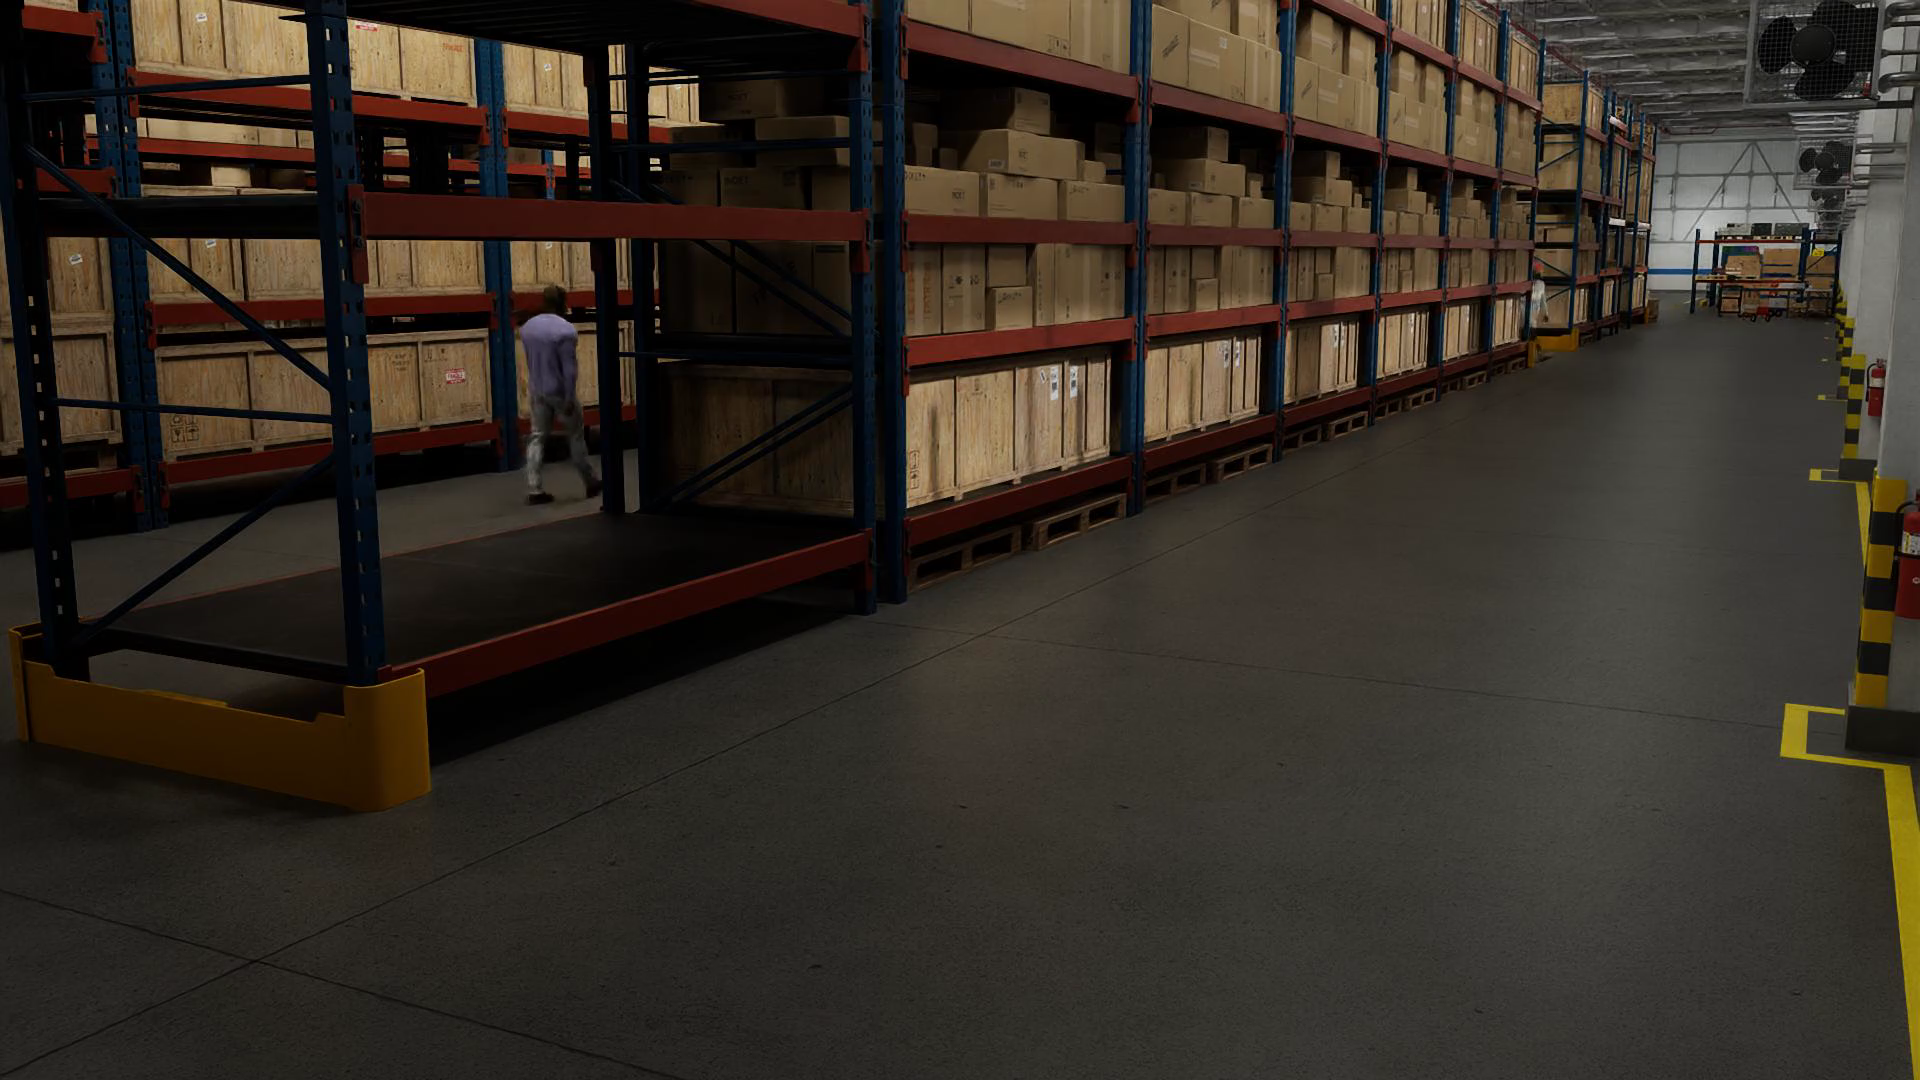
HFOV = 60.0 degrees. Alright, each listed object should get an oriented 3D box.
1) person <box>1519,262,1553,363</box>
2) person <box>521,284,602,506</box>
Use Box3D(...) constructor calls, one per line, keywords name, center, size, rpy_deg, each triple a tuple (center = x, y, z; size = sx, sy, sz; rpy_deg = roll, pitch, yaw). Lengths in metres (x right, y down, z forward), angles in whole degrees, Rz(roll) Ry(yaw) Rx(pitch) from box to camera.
Box3D(name="person", center=(11.417, -4.498, 32.943), size=(0.638, 1.991, 1.016), rpy_deg=(-6, 12, -32))
Box3D(name="person", center=(-3.497, -1.281, 14.593), size=(0.651, 1.892, 0.969), rpy_deg=(5, 11, 26))
